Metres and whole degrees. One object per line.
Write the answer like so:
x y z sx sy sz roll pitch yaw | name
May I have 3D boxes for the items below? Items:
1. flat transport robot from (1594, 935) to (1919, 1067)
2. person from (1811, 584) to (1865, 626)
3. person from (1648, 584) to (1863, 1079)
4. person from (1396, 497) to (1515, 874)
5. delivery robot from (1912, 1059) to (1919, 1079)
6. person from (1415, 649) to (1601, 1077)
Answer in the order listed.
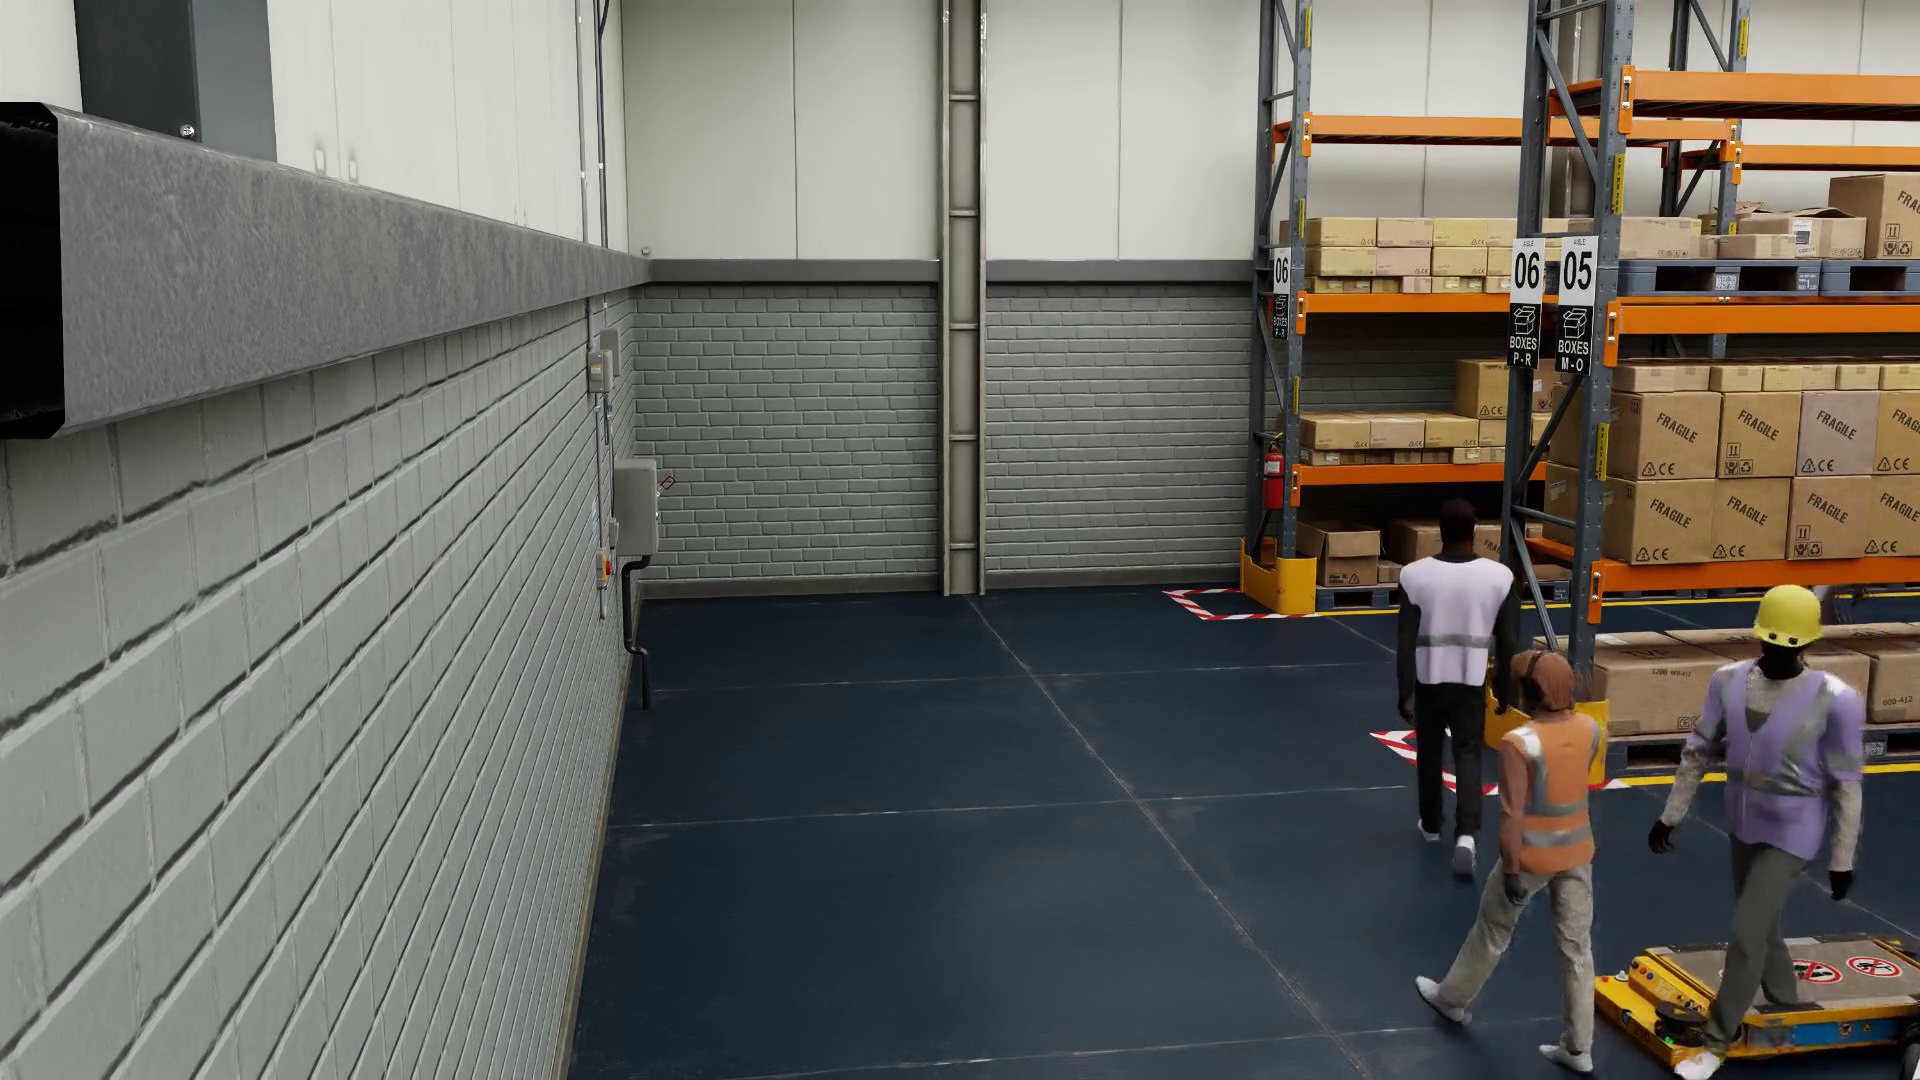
3.332 1.827 6.669 1.431 0.197 0.652 -1 9 -9 | flat transport robot
6.133 0.229 11.785 0.989 1.825 0.541 -2 10 -15 | person
2.964 1.087 6.259 0.657 1.888 0.671 -3 10 -17 | person
2.540 0.727 8.527 0.601 1.887 0.916 1 9 9 | person
3.426 1.814 5.589 0.477 0.478 0.707 7 11 36 | delivery robot
2.193 1.201 6.450 0.526 1.600 0.806 -4 10 -24 | person
